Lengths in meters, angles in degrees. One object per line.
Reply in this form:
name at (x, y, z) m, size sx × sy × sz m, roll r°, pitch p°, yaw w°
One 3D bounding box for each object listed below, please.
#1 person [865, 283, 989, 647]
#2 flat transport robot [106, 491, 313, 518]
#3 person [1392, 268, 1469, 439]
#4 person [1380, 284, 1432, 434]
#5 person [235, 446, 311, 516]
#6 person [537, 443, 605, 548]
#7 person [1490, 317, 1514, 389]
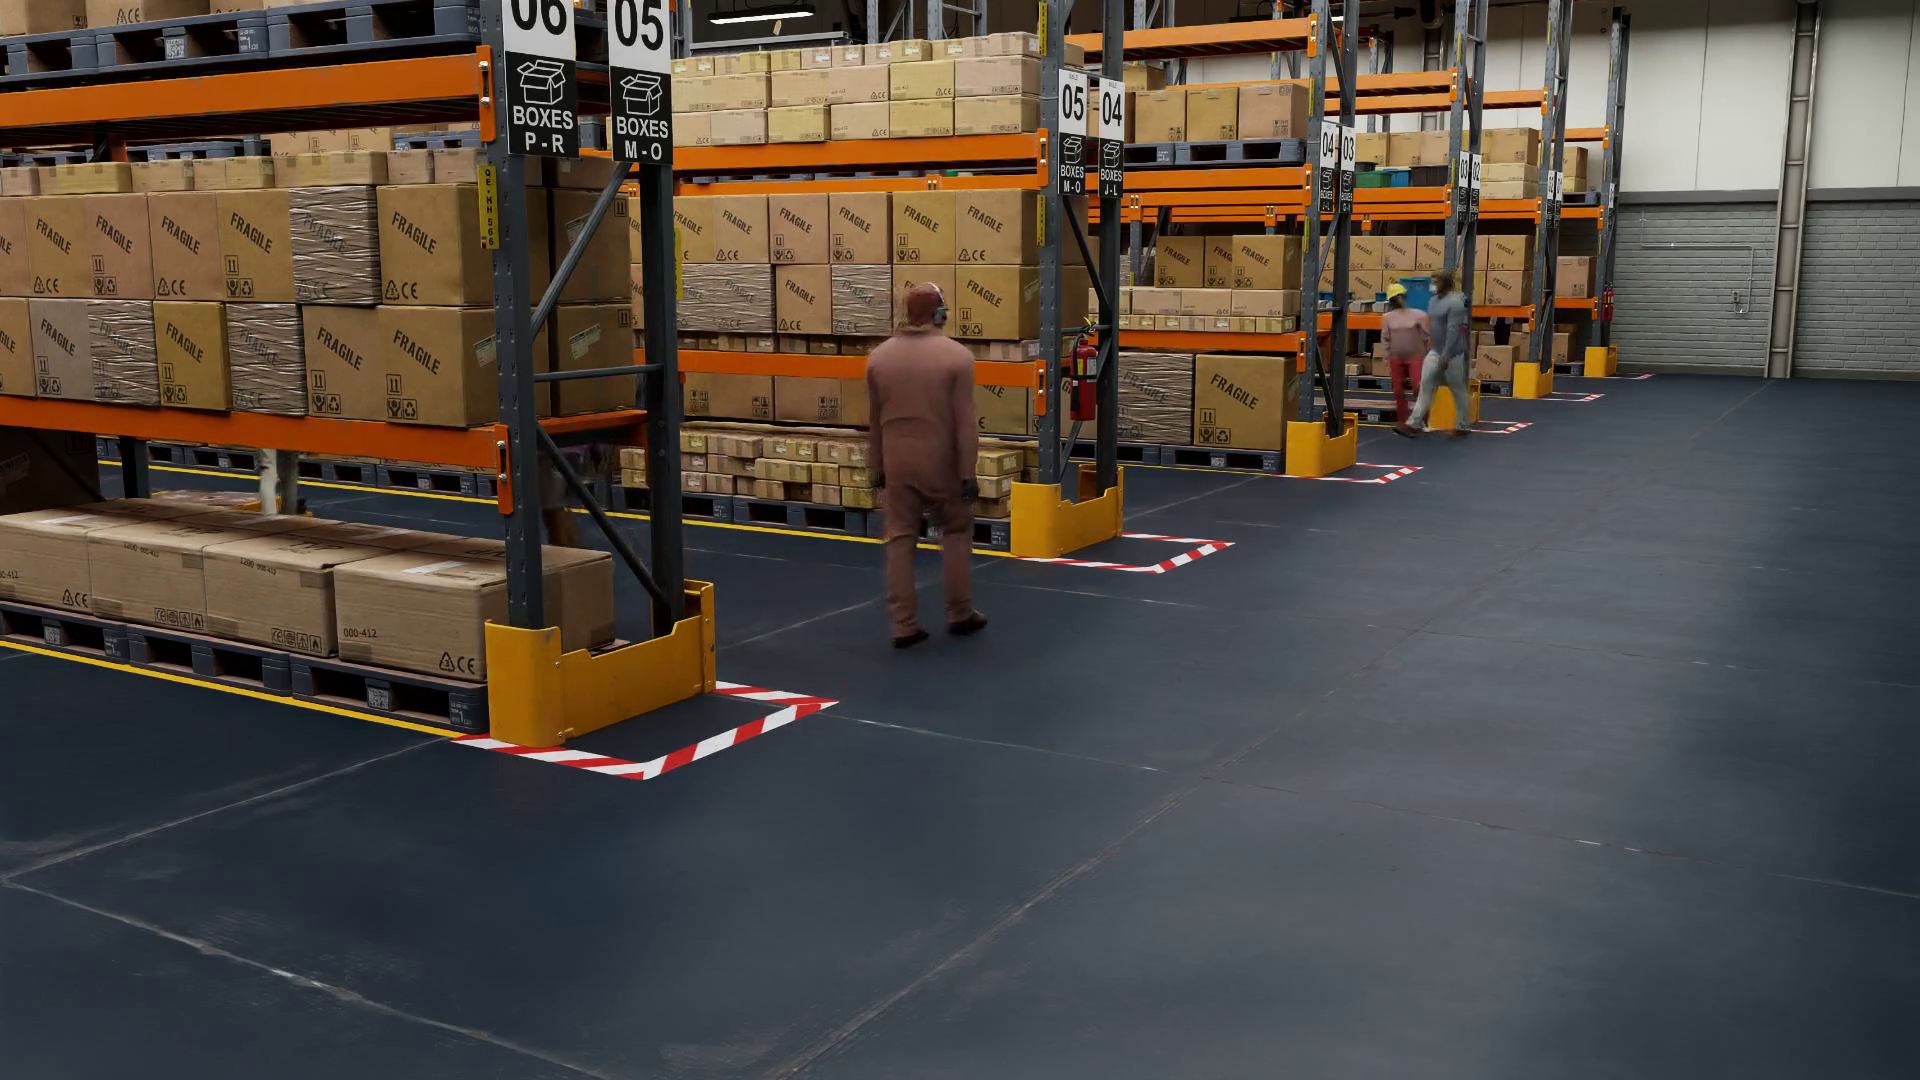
person at (-0.129, -0.405, 8.799) m, size 0.673 × 1.881 × 0.785 m, roll 5°, pitch 11°, yaw 25°
flat transport robot at (-5.677, -0.223, 12.461) m, size 1.431 × 0.197 × 0.652 m, roll 2°, pitch 10°, yaw 14°
person at (5.245, -2.033, 18.326) m, size 1.002 × 1.884 × 0.638 m, roll -3°, pitch 10°, yaw -18°
person at (5.073, -2.043, 18.919) m, size 0.619 × 1.727 × 0.348 m, roll 5°, pitch 11°, yaw 29°
person at (-4.709, -0.809, 11.406) m, size 0.602 × 1.816 × 0.994 m, roll -2°, pitch 10°, yaw -14°
person at (-2.277, -0.536, 9.145) m, size 0.524 × 2.029 × 0.635 m, roll 6°, pitch 12°, yaw 33°
person at (8.340, -3.282, 25.559) m, size 0.371 × 1.916 × 0.597 m, roll 5°, pitch 11°, yaw 26°
